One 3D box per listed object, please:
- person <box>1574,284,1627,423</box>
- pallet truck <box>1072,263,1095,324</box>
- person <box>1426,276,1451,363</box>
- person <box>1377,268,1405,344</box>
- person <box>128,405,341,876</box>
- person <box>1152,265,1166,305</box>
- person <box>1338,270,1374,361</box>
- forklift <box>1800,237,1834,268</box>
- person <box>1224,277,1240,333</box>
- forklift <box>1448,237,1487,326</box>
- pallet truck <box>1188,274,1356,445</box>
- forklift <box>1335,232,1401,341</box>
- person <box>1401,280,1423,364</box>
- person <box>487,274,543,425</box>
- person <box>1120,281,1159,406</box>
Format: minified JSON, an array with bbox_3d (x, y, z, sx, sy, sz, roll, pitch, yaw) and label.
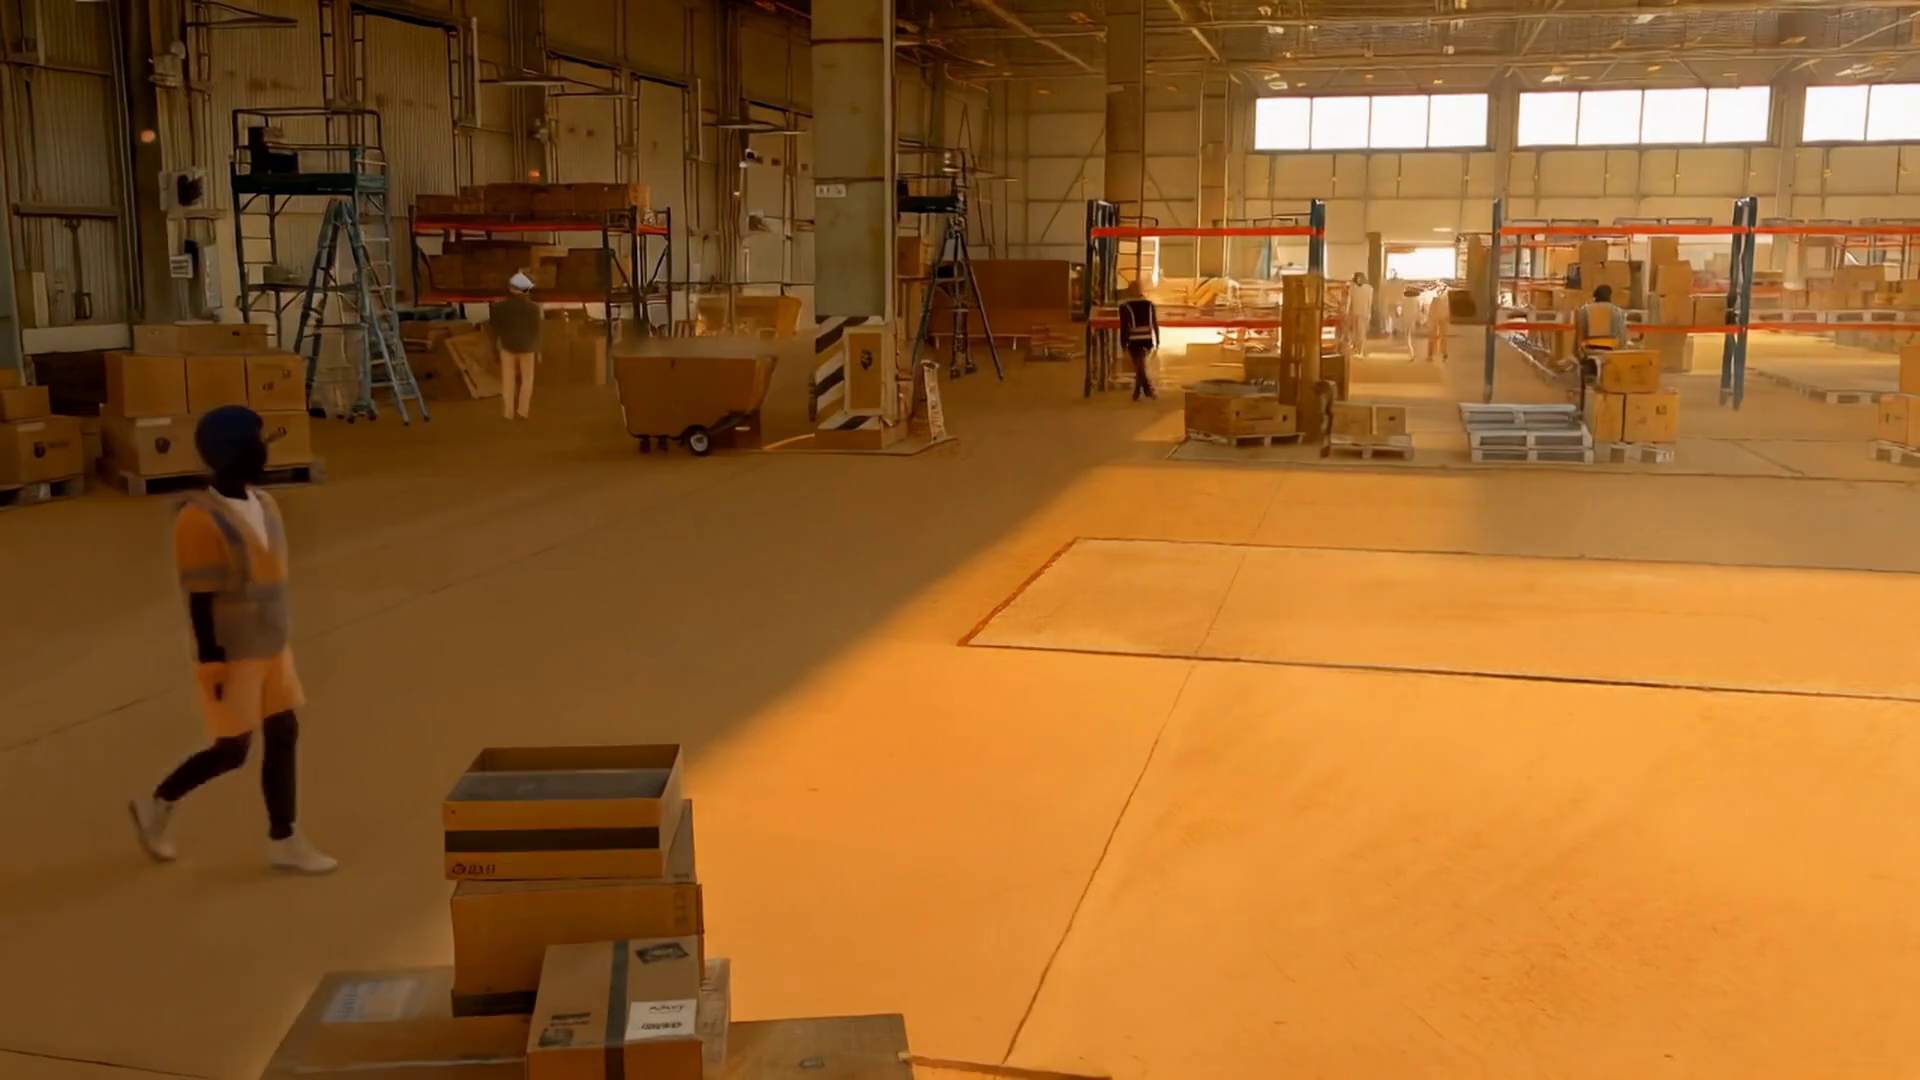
[{"bbox_3d":[8.211,-2.359,21.349,0.635,1.842,0.429,4,10,20],"label":"person"},{"bbox_3d":[4.325,-8.180,55.162,0.823,1.965,1.885,6,11,31],"label":"pallet truck"},{"bbox_3d":[10.009,-4.620,34.846,0.518,1.790,0.984,1,10,5],"label":"person"},{"bbox_3d":[10.948,-5.967,42.402,0.661,1.902,0.926,-1,10,-6],"label":"person"},{"bbox_3d":[-2.546,0.364,5.763,0.625,1.682,0.542,2,10,10],"label":"person"},{"bbox_3d":[6.881,-8.642,58.110,0.684,1.915,0.581,-5,11,-26],"label":"person"},{"bbox_3d":[8.362,-4.722,35.102,0.635,1.901,0.950,8,12,38],"label":"person"},{"bbox_3d":[27.805,-8.451,54.160,1.129,2.768,1.873,2,10,14],"label":"forklift"},{"bbox_3d":[7.490,-6.407,45.778,0.522,1.639,0.305,7,12,36],"label":"person"},{"bbox_3d":[16.111,-8.150,52.391,1.873,2.768,1.129,1,10,8],"label":"forklift"},{"bbox_3d":[3.653,-2.138,19.590,1.885,1.965,0.823,-4,10,-20],"label":"pallet truck"},{"bbox_3d":[10.773,-6.630,43.439,1.873,2.768,1.129,2,10,14],"label":"forklift"},{"bbox_3d":[9.229,-4.445,33.976,0.499,1.728,0.426,8,13,40],"label":"person"},{"bbox_3d":[-5.786,-2.479,21.694,0.714,1.974,0.443,0,10,-2],"label":"person"},{"bbox_3d":[2.647,-2.833,24.123,0.626,1.854,0.740,-5,11,-29],"label":"person"}]
